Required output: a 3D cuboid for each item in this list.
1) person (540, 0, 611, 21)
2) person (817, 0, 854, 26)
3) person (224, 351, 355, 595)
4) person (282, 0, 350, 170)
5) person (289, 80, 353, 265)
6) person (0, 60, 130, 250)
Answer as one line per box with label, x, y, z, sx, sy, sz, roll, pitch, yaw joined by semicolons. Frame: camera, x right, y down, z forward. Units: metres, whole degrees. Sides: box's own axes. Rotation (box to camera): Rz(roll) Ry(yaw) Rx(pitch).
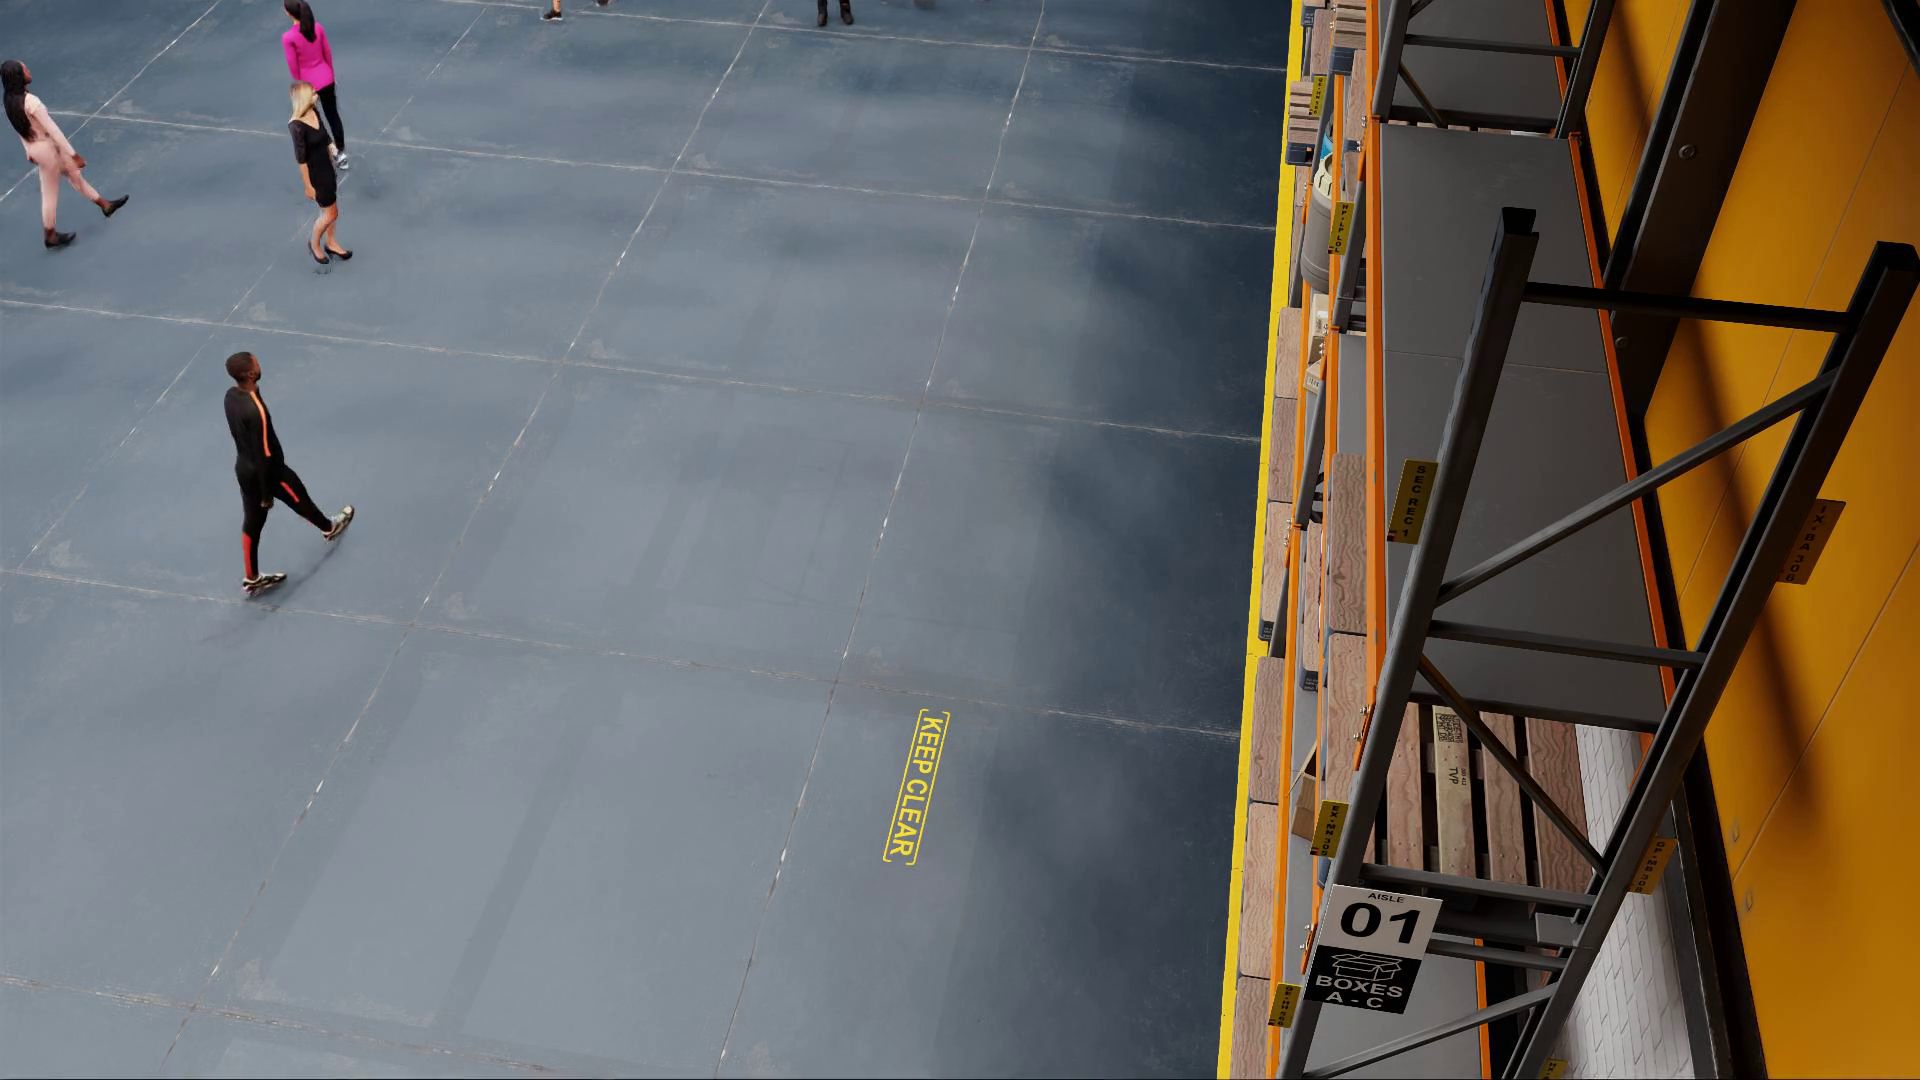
person;-4.008;-6.428;17.516;1.023;1.788;1.270;31;51;28
person;-1.354;-6.302;17.388;0.692;1.781;0.700;-5;44;-5
person;-4.758;-0.380;11.202;0.996;1.742;1.281;31;52;28
person;-5.833;-4.136;15.187;0.792;1.693;0.723;32;52;29
person;-5.477;-3.087;14.102;0.702;1.660;0.578;8;44;8
person;-7.917;-3.256;14.265;0.984;1.680;1.177;30;51;28
